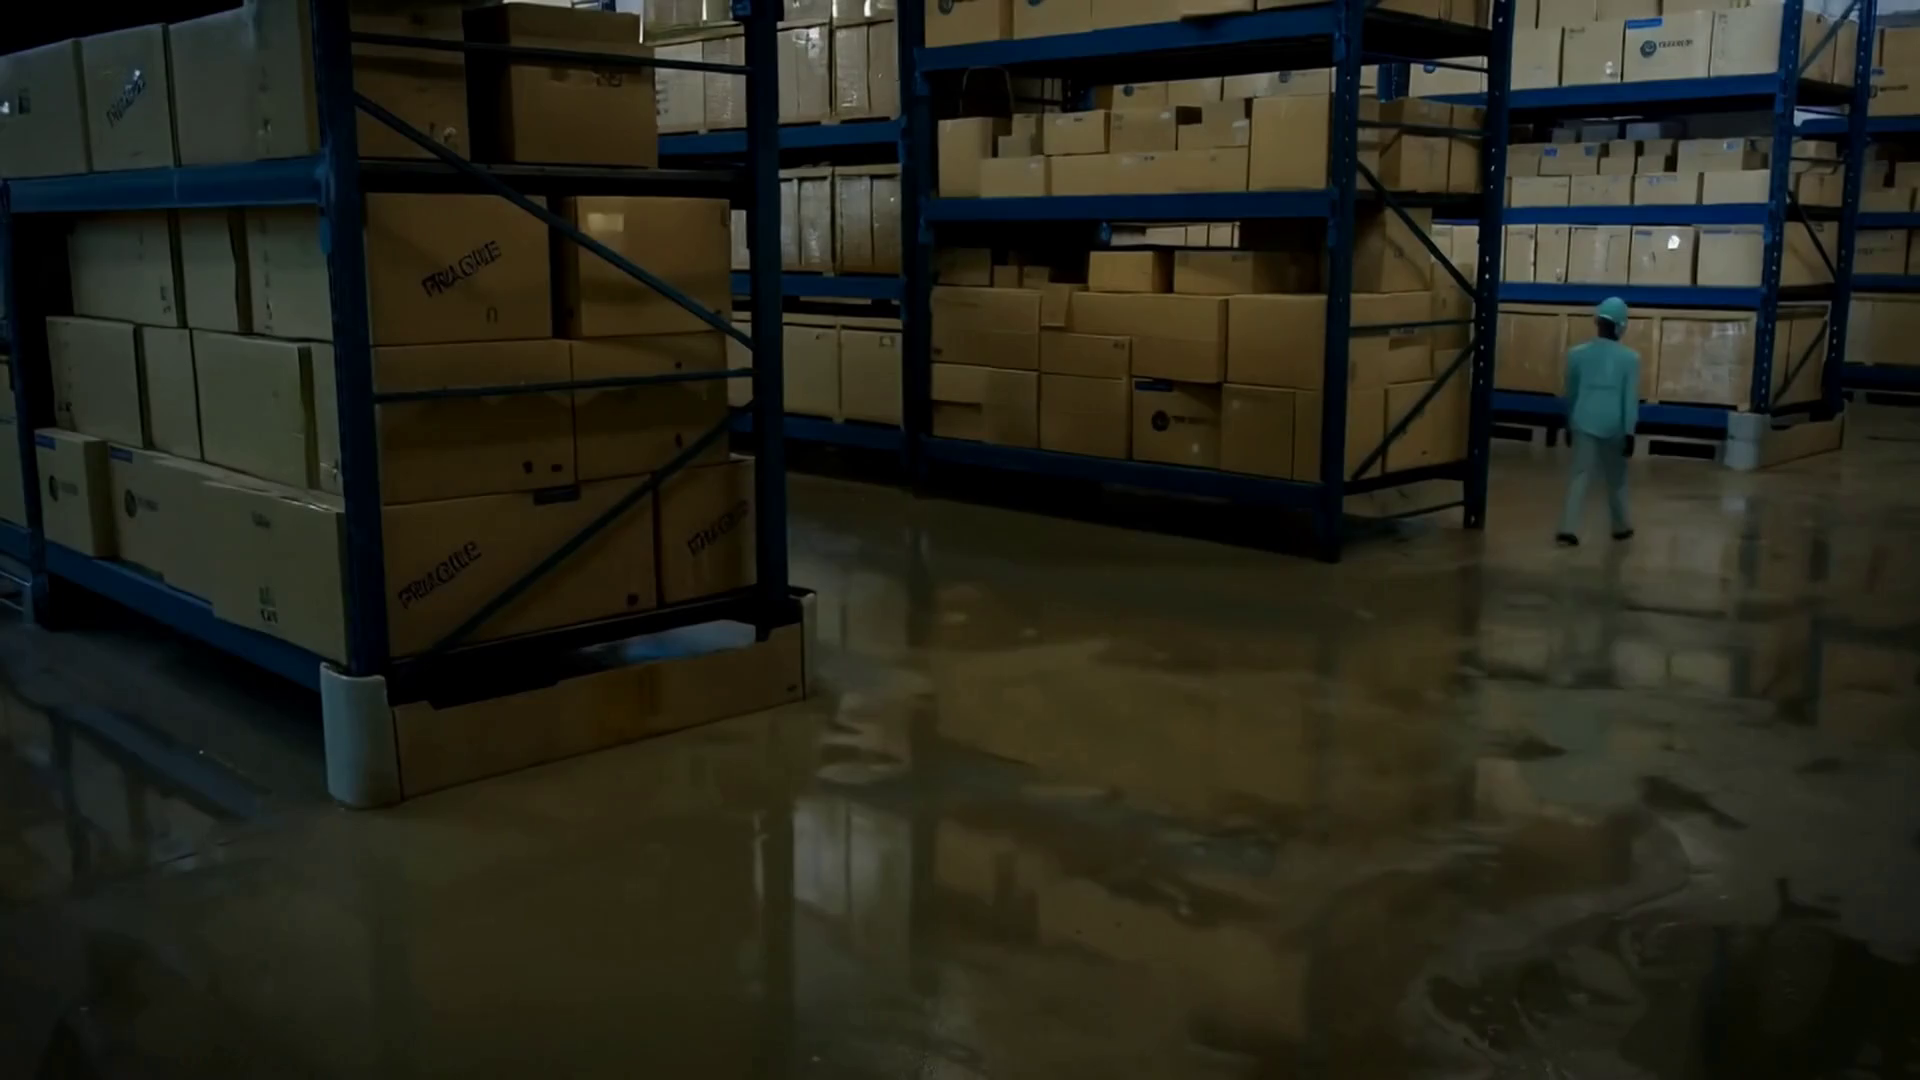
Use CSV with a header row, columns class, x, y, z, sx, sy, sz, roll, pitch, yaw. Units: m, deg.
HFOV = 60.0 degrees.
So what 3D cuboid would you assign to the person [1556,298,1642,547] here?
class,x,y,z,sx,sy,sz,roll,pitch,yaw
person,4.397,-0.801,11.430,0.884,1.708,0.576,-10,14,-43
